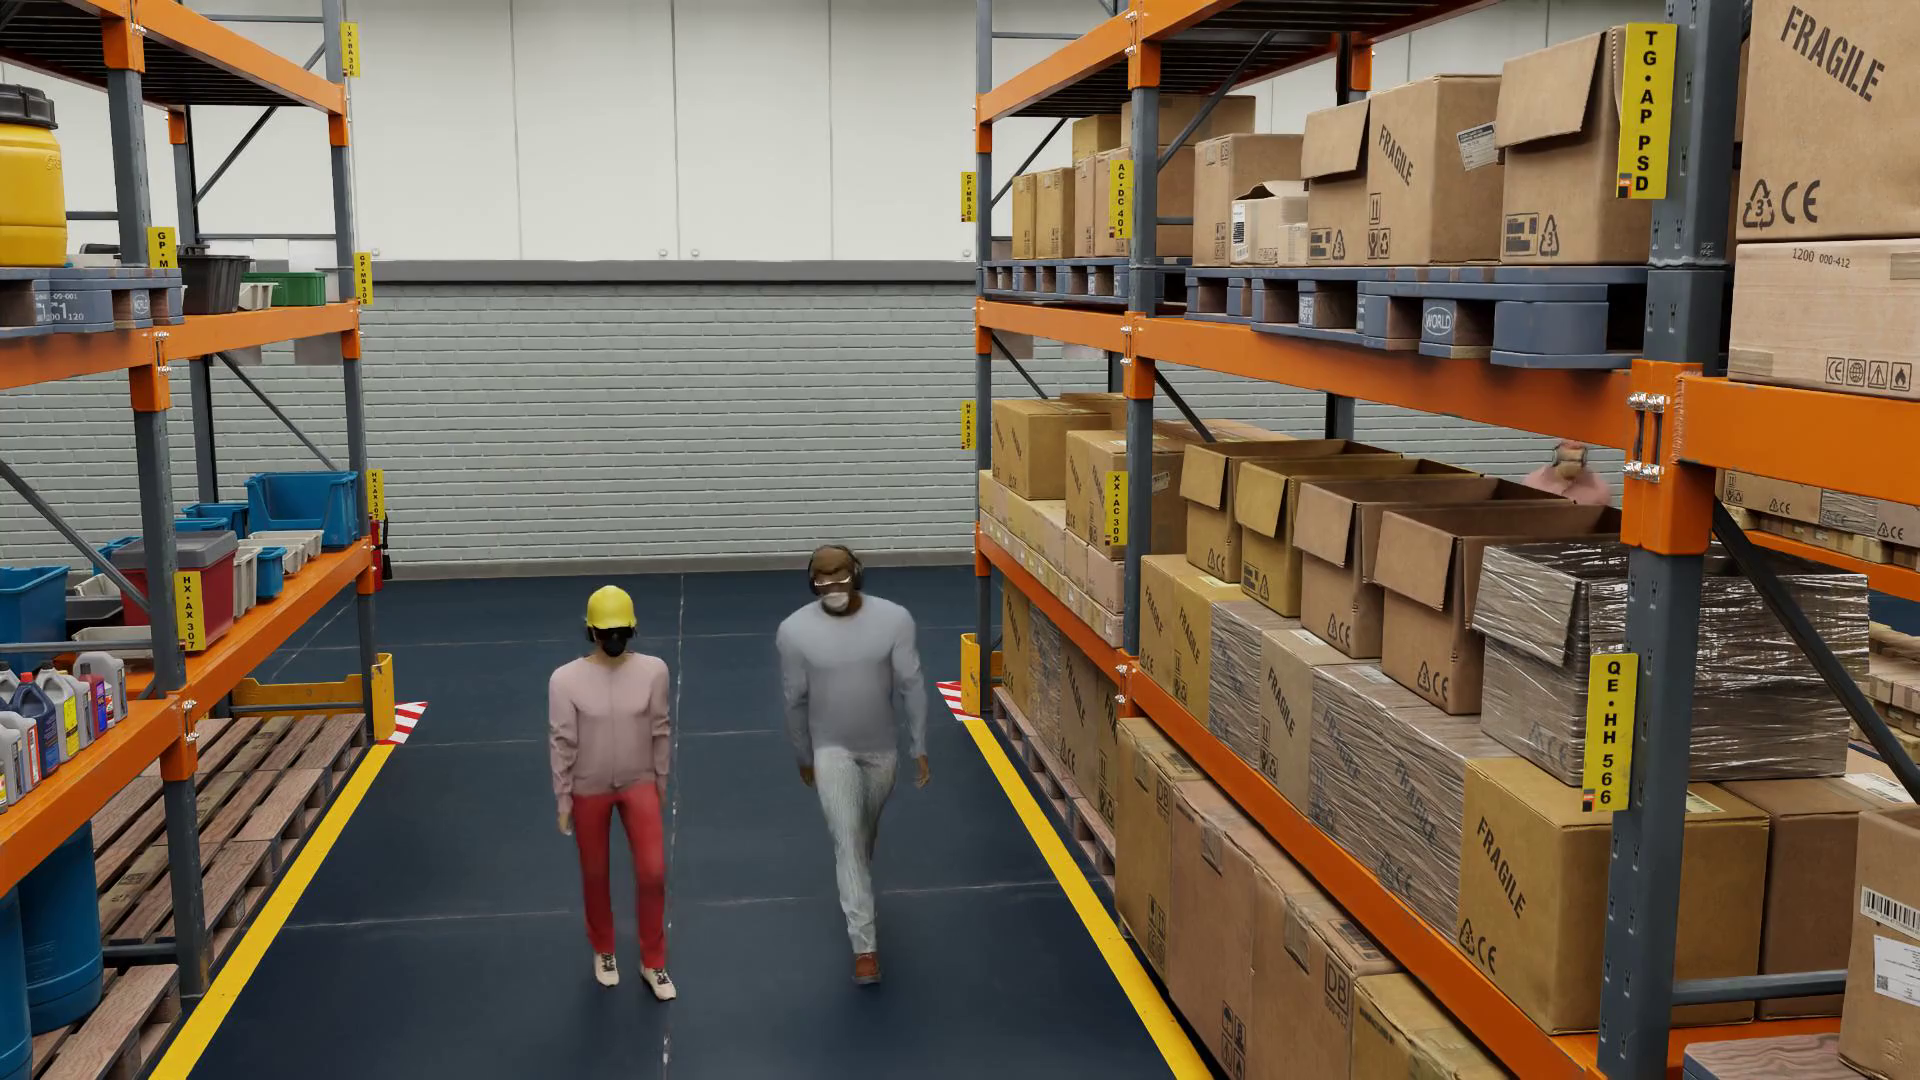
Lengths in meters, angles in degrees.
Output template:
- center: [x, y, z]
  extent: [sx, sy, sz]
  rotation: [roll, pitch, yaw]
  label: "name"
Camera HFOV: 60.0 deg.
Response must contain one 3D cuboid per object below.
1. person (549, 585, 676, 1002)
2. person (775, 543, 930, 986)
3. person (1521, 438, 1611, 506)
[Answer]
- center: [-1.425, 1.055, 6.901]
  extent: [0.525, 1.745, 0.670]
  rotation: [-4, 10, -21]
  label: "person"
- center: [-0.490, 0.915, 7.403]
  extent: [0.639, 1.877, 1.071]
  rotation: [-2, 10, -15]
  label: "person"
- center: [4.267, 0.181, 11.963]
  extent: [0.719, 1.852, 0.921]
  rotation: [3, 10, 19]
  label: "person"
